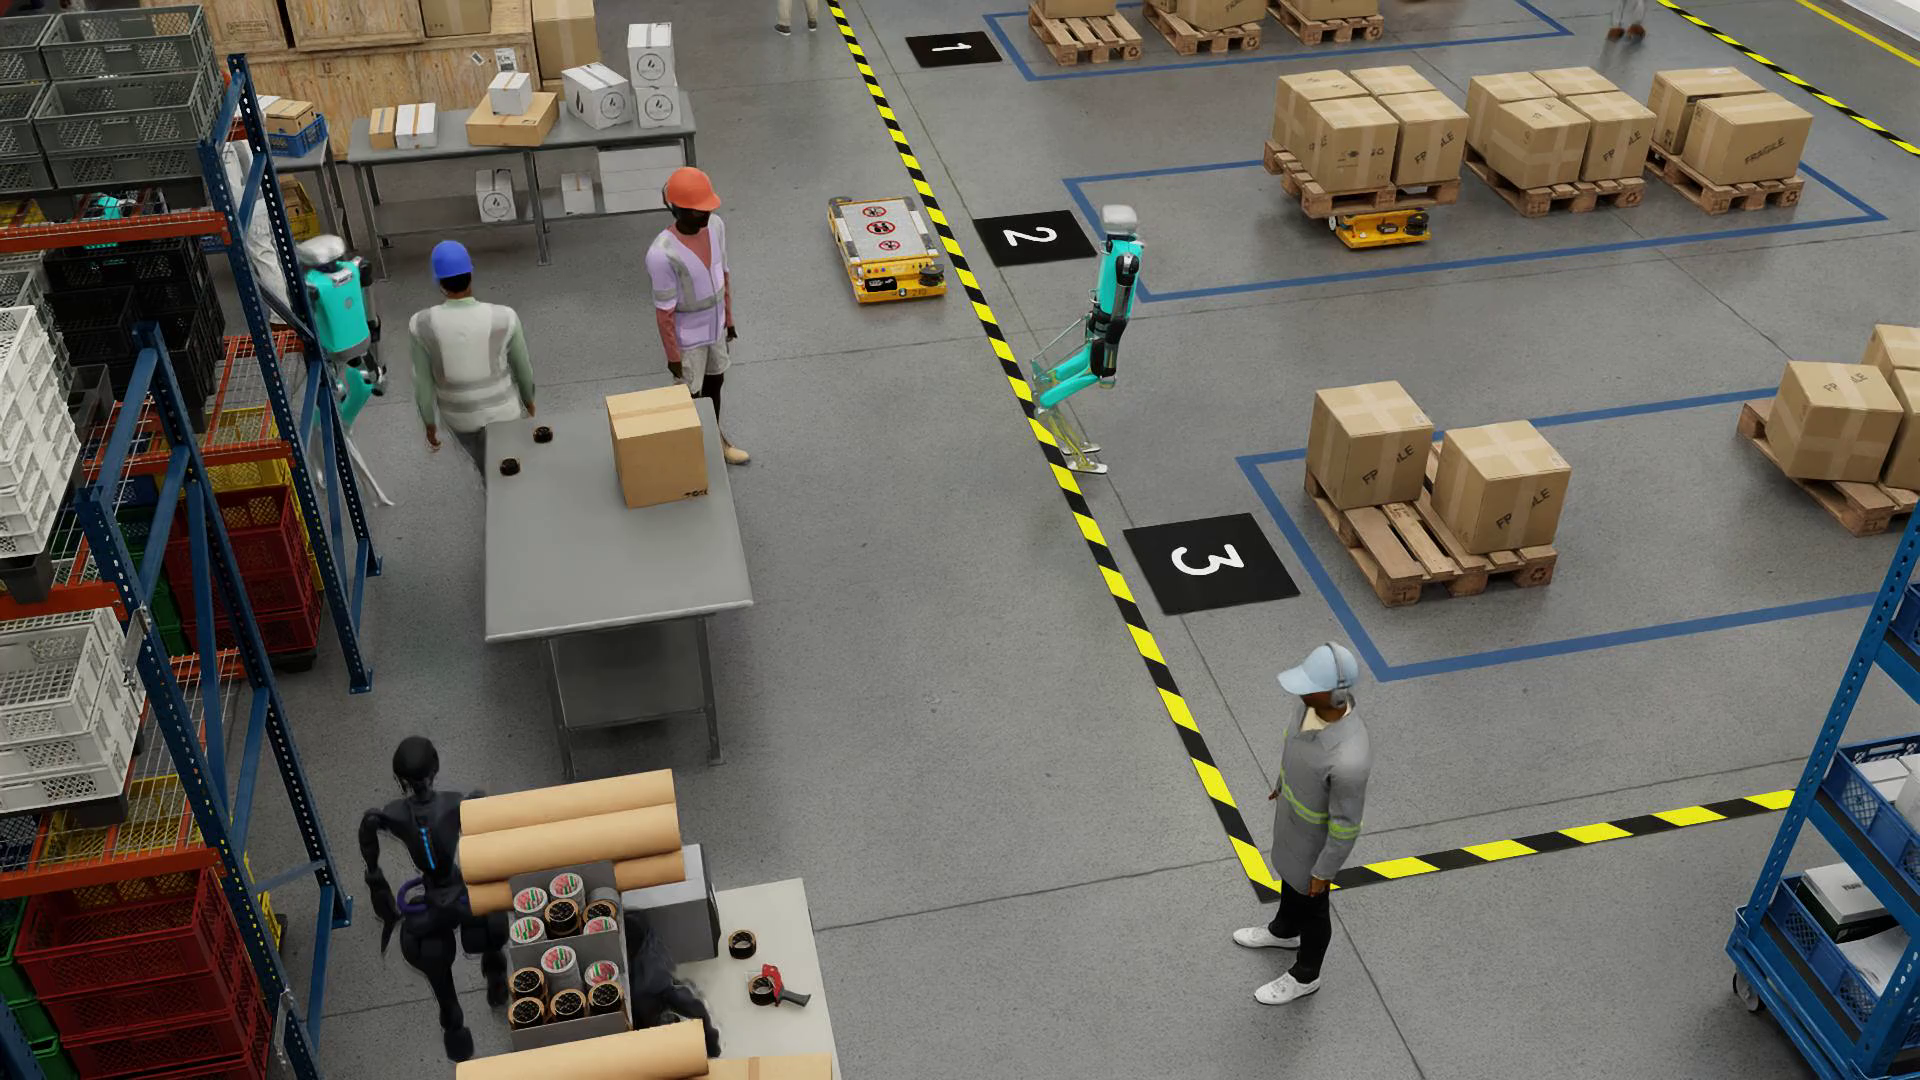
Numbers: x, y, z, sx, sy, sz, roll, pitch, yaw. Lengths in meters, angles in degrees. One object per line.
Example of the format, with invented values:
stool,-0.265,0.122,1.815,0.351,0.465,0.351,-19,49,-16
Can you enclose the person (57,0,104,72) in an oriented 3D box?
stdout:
person,-8.115,-5.038,15.013,0.405,1.833,0.589,-14,39,-18

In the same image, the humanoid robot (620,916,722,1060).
humanoid robot,-1.097,1.833,5.961,0.611,1.610,0.755,11,38,15

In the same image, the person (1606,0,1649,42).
person,6.529,-5.737,15.944,0.599,1.842,0.562,30,46,34

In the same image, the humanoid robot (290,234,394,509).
humanoid robot,-3.723,-0.980,9.675,0.837,1.788,0.564,18,40,22

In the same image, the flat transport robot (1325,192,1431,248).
flat transport robot,3.134,-2.740,13.213,0.652,0.197,1.431,-8,37,-10

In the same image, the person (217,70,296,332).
person,-4.785,-2.273,11.253,0.356,1.887,0.572,5,37,7

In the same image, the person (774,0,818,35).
person,-1.628,-5.779,16.063,0.562,1.769,0.397,-14,39,-18

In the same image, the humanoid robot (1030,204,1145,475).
humanoid robot,0.677,-1.166,9.781,0.735,1.674,0.533,-1,37,-1

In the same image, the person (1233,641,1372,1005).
person,1.376,1.137,6.699,0.384,1.851,0.596,-5,37,-6

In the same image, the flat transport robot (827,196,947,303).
flat transport robot,-0.570,-2.220,12.538,0.659,0.231,1.431,-8,37,-10

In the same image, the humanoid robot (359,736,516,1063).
humanoid robot,-1.979,1.458,6.458,0.589,1.628,0.817,-9,38,-12

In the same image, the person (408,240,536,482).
person,-2.654,-0.748,9.207,0.615,1.876,1.007,-3,37,-4

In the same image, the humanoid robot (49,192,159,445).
humanoid robot,-5.081,-1.315,10.005,0.530,1.694,0.735,-5,37,-6

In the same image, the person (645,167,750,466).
person,-1.511,-1.223,9.721,0.401,2.036,0.600,20,41,25
